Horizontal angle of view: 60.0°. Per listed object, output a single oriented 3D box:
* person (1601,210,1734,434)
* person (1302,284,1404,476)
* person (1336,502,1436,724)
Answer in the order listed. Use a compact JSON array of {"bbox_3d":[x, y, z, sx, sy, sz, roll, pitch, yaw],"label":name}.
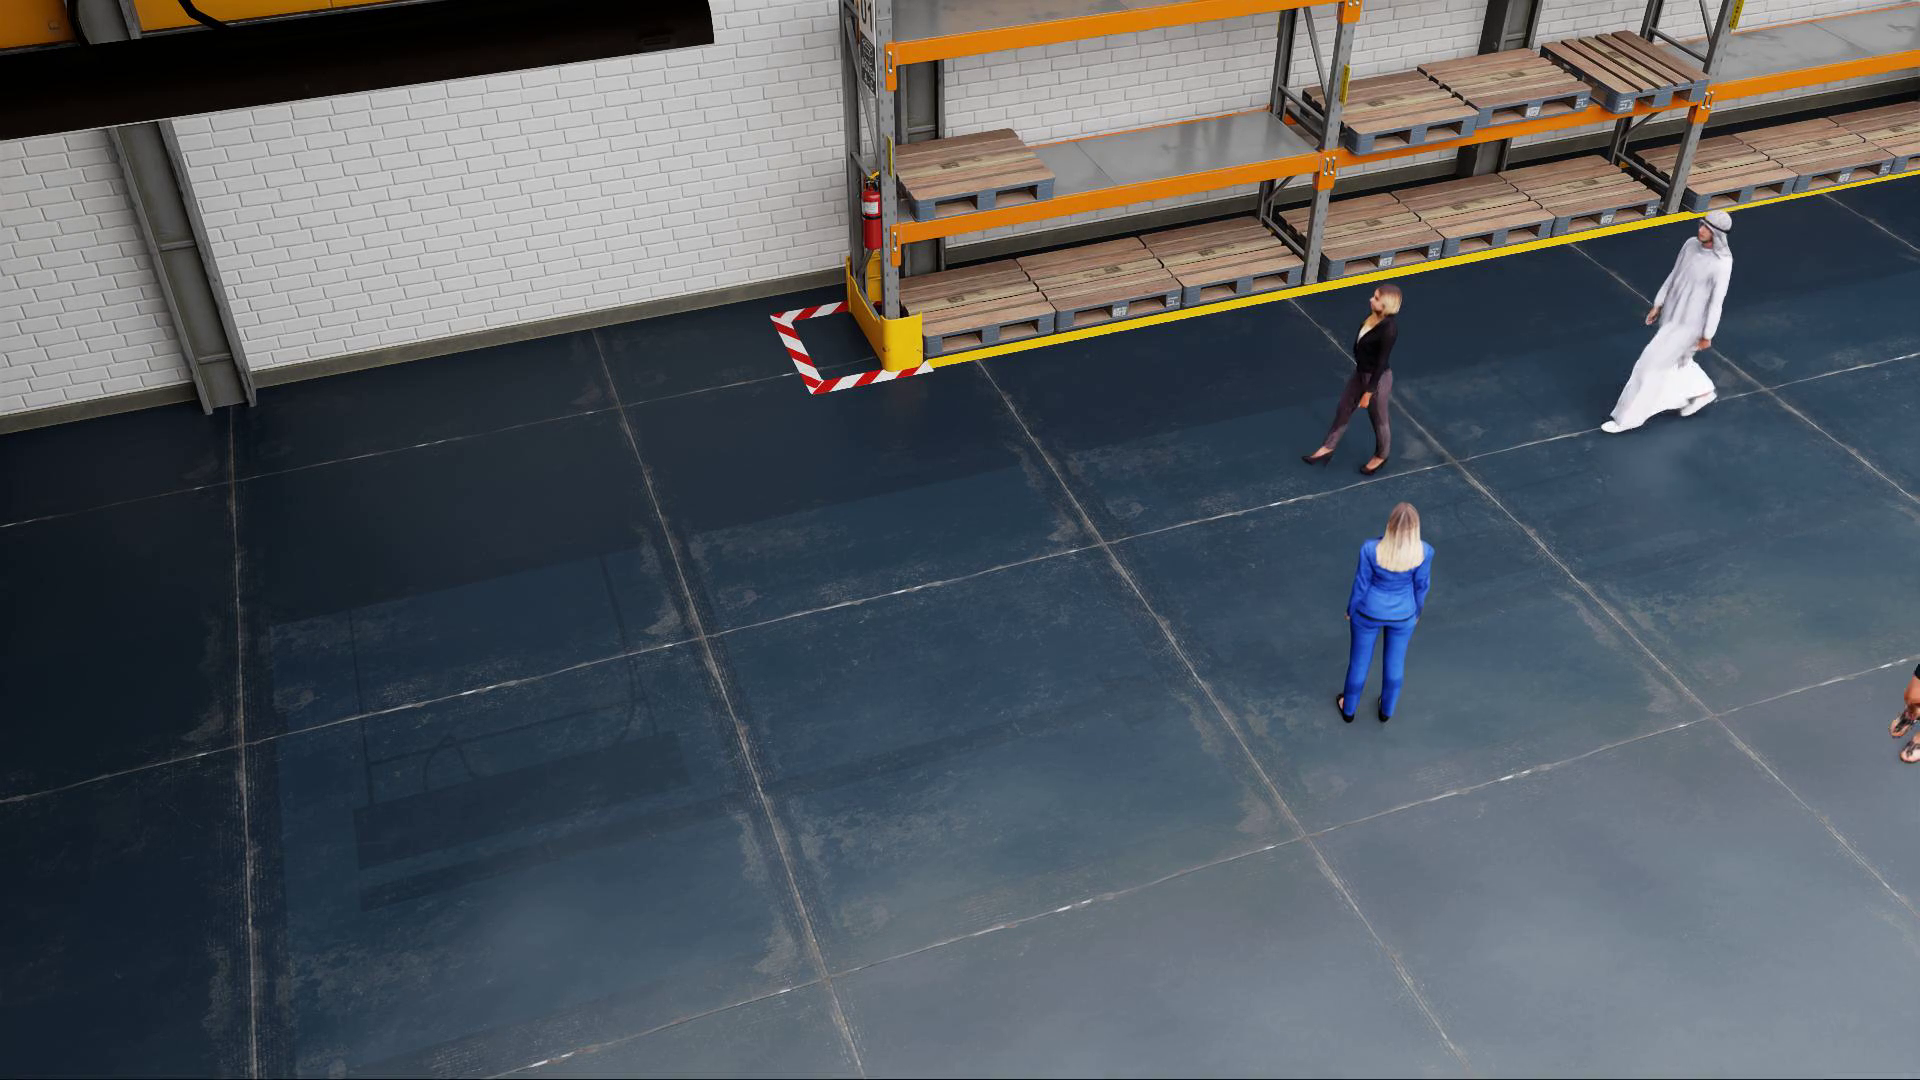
[{"bbox_3d":[5.656,-1.688,12.838,1.291,1.895,0.829,-5,39,-7],"label":"person"},{"bbox_3d":[3.158,-1.162,12.374,0.942,1.651,0.756,-3,39,-3],"label":"person"},{"bbox_3d":[2.629,0.465,10.298,0.624,1.700,0.755,3,39,4],"label":"person"}]
